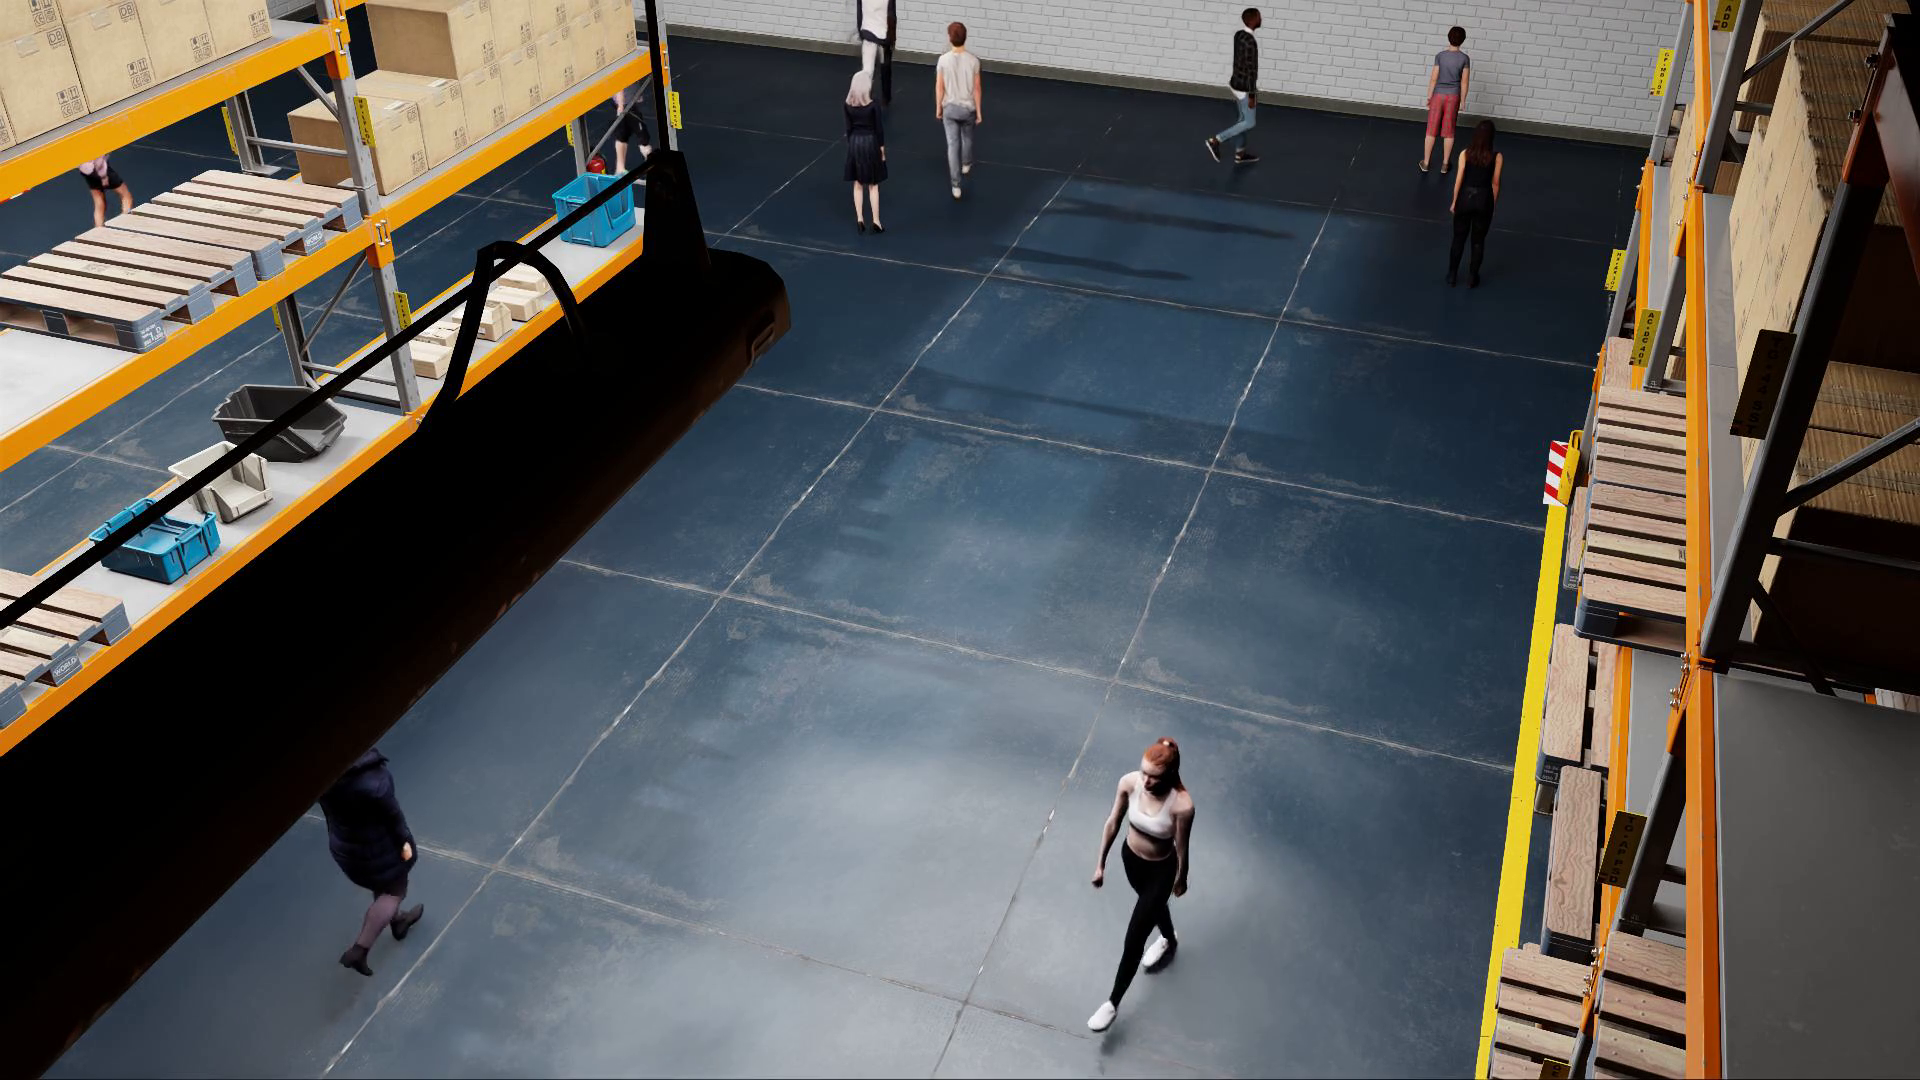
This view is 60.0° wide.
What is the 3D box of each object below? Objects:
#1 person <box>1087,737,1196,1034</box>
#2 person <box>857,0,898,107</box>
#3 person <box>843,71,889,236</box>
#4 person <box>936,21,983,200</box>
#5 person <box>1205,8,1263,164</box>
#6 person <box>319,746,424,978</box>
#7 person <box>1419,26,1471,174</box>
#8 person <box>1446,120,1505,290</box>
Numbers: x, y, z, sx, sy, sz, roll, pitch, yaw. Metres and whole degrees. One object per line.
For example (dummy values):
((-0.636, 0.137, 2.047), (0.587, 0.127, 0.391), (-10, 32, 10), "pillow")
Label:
((1.052, 1.704, 8.838), (0.874, 1.697, 1.216), (26, 41, 33), "person")
((-1.059, -6.179, 20.550), (0.885, 1.861, 1.246), (2, 34, 4), "person")
((-0.993, -4.059, 17.463), (0.597, 1.748, 0.563), (10, 35, 15), "person")
((-0.019, -4.686, 18.324), (0.959, 1.839, 1.290), (0, 34, 0), "person")
((3.180, -5.177, 19.090), (0.992, 1.808, 1.005), (-5, 34, -7), "person")
((-3.220, 1.659, 8.941), (0.709, 1.659, 0.924), (14, 36, 21), "person")
((5.552, -5.034, 19.019), (0.608, 1.649, 0.524), (9, 35, 13), "person")
((5.059, -3.302, 16.379), (0.581, 1.687, 0.526), (10, 35, 15), "person")
